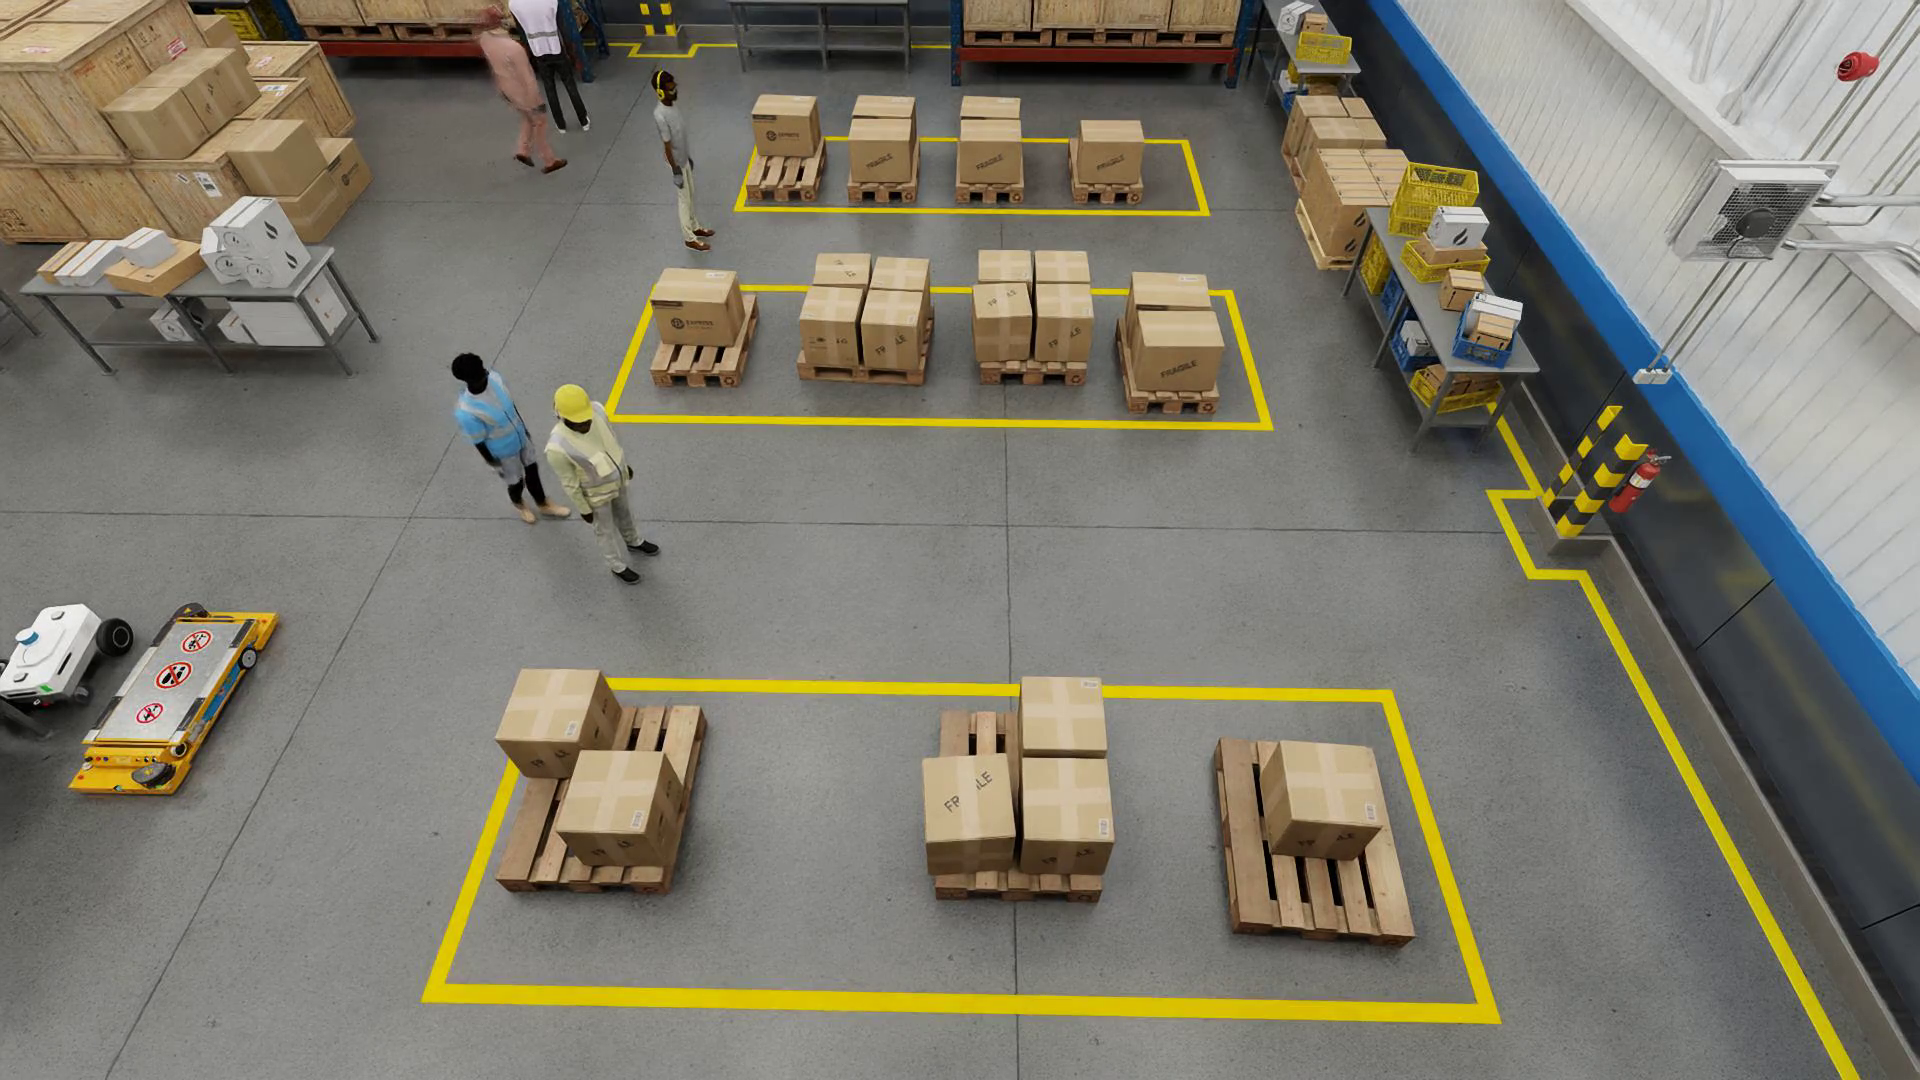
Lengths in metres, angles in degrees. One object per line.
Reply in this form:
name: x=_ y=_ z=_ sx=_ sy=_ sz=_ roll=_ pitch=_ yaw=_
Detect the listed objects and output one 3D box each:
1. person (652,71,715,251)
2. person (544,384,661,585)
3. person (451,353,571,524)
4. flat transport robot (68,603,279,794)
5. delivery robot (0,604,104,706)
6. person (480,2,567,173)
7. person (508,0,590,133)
person: x=-2.941 y=-3.989 z=9.685 sx=0.311 sy=1.869 sz=0.533 roll=0 pitch=50 yaw=0
person: x=-2.600 y=-0.414 z=6.688 sx=0.404 sy=1.825 sz=0.592 roll=15 pitch=51 yaw=12
person: x=-3.514 y=-0.742 z=7.056 sx=0.464 sy=1.690 sz=0.540 roll=9 pitch=50 yaw=7
flat transport robot: x=-5.504 y=1.072 z=6.442 sx=0.652 sy=0.197 sz=1.431 roll=1 pitch=50 yaw=1
delivery robot: x=-6.378 y=0.802 z=6.427 sx=0.477 sy=0.478 sz=0.707 roll=-6 pitch=50 yaw=-5
person: x=-5.124 y=-5.232 z=10.722 sx=0.663 sy=1.887 sz=0.471 roll=27 pitch=55 yaw=21
person: x=-5.127 y=-6.087 z=11.438 sx=0.585 sy=1.910 sz=0.388 roll=-12 pitch=51 yaw=-10
